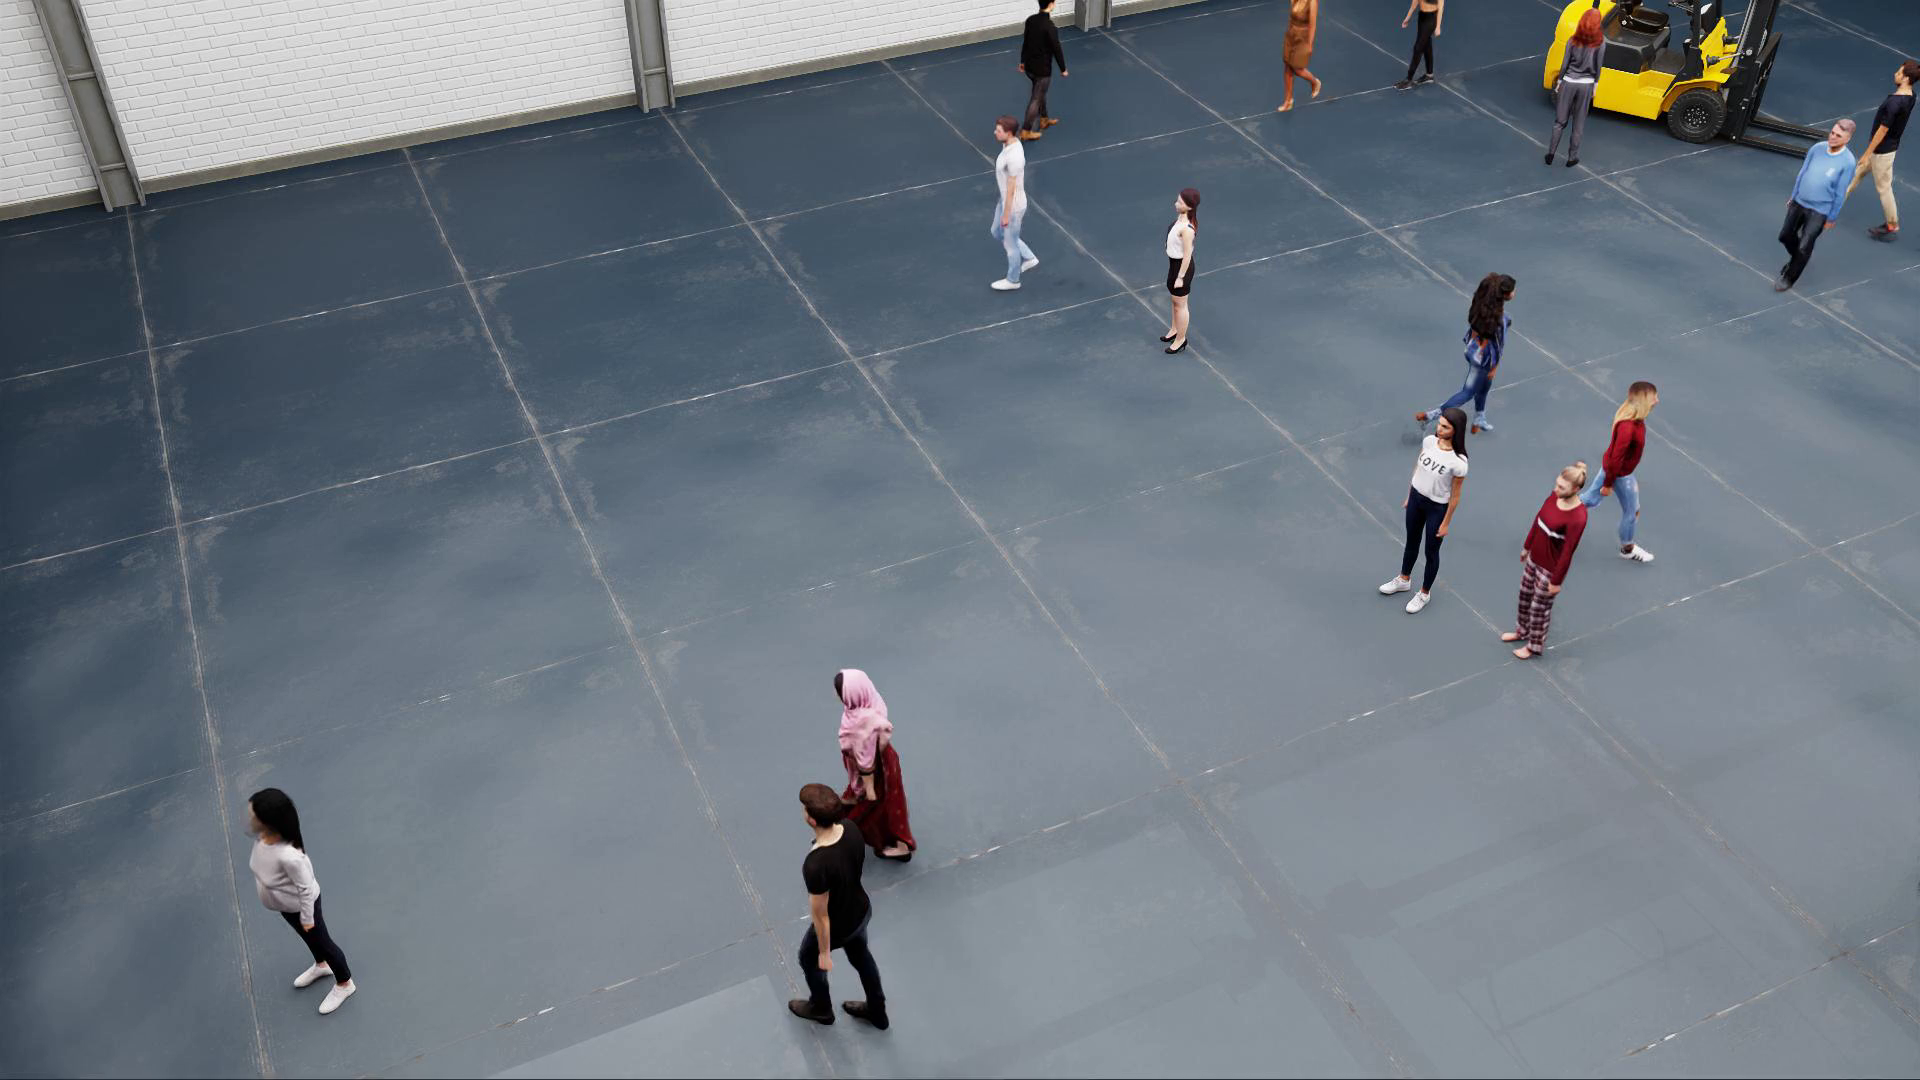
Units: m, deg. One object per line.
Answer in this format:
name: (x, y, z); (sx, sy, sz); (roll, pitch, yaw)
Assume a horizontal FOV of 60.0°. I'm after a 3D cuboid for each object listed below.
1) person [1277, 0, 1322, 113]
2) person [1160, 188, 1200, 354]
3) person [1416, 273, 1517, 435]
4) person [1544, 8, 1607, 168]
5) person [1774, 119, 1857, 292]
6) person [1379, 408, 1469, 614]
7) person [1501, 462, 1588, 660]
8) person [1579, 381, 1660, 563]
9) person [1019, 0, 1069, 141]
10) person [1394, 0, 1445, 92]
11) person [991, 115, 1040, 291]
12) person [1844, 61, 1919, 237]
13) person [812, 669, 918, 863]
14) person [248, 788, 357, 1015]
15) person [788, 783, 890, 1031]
person: (4.037, -5.845, 19.524); (0.818, 1.673, 0.618); (-22, 43, -25)
person: (2.034, -2.489, 15.342); (0.614, 1.648, 0.616); (-3, 39, -3)
person: (4.372, -1.531, 14.188); (1.075, 1.592, 0.783); (-7, 39, -9)
person: (6.807, -4.988, 18.364); (0.649, 1.782, 0.696); (15, 41, 18)
person: (8.378, -3.293, 16.222); (0.792, 1.808, 0.744); (-23, 44, -26)
person: (3.519, -0.241, 12.427); (0.546, 1.774, 0.612); (-21, 43, -24)
person: (4.256, 0.134, 12.013); (0.581, 1.705, 0.657); (-7, 39, -8)
person: (5.035, -0.545, 12.952); (1.149, 1.593, 1.040); (9, 40, 11)
person: (0.834, -5.358, 18.896); (0.887, 1.696, 0.707); (-20, 43, -24)
person: (5.730, -6.280, 20.113); (0.867, 1.619, 0.574); (-14, 41, -17)
person: (0.592, -3.254, 16.147); (0.824, 1.840, 0.760); (-2, 39, -3)
person: (9.546, -3.957, 17.052); (1.097, 1.808, 1.226); (26, 45, 29)
person: (-0.472, 1.452, 10.458); (1.034, 1.585, 0.913); (4, 39, 5)
person: (-3.827, 2.059, 9.607); (0.693, 1.698, 0.685); (30, 47, 32)
person: (-0.597, 2.158, 9.345); (1.030, 1.870, 0.972); (19, 42, 22)
